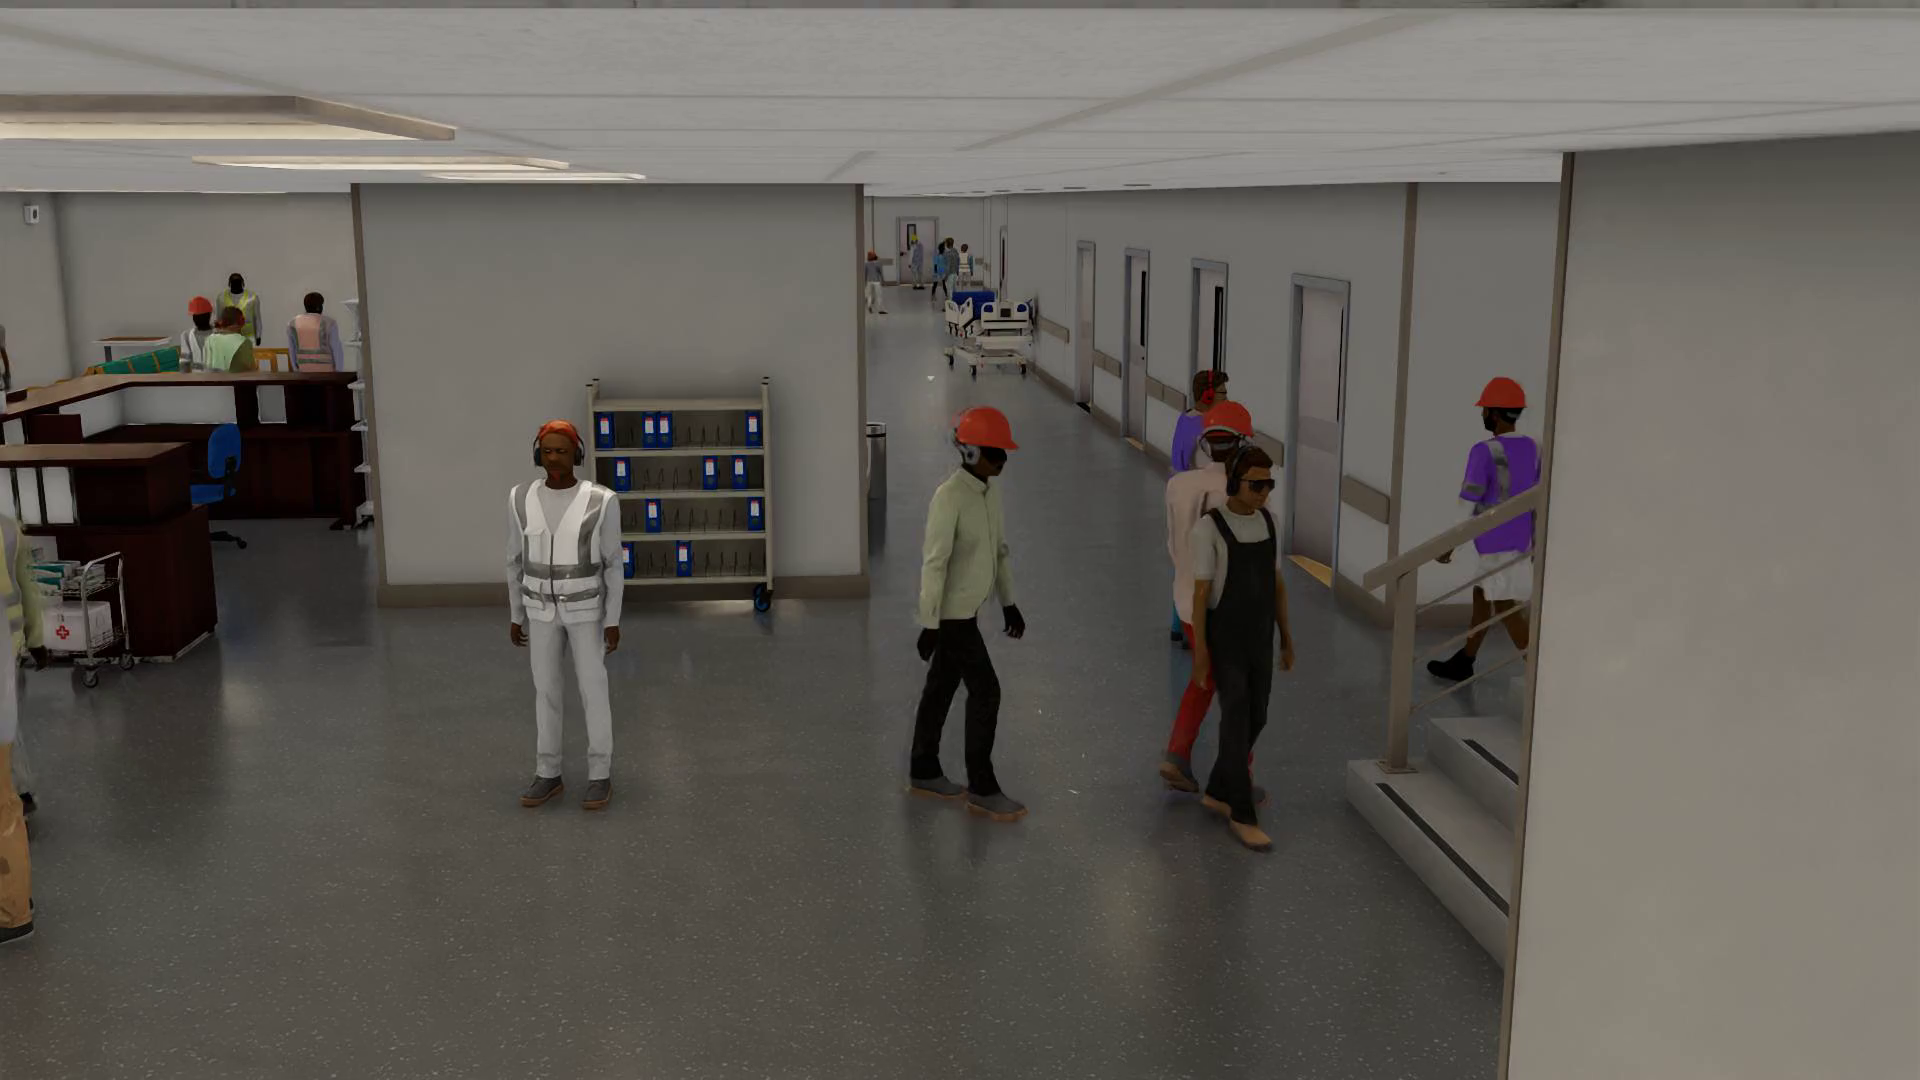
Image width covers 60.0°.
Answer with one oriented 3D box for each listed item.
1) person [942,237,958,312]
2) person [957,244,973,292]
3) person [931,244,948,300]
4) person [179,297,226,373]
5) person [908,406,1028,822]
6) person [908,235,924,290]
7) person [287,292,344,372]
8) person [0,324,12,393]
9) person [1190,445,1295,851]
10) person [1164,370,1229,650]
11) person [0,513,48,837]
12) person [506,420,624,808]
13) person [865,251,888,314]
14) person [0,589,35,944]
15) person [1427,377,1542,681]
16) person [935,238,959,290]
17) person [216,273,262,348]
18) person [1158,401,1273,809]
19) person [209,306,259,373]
[{"bbox_3d":[-0.257,-6.948,43.566,0.372,1.940,0.630,5,12,21],"label":"person"},{"bbox_3d":[0.134,-7.822,48.570,0.511,1.641,0.308,2,12,10],"label":"person"},{"bbox_3d":[-0.543,-7.774,48.309,0.777,1.645,0.546,10,15,40],"label":"person"},{"bbox_3d":[-8.151,-1.691,18.034,0.559,1.886,1.017,1,12,3],"label":"person"},{"bbox_3d":[0.080,0.341,7.904,0.815,1.952,0.624,3,12,16],"label":"person"},{"bbox_3d":[-1.418,-9.055,54.259,0.422,1.793,0.605,10,15,39],"label":"person"},{"bbox_3d":[-7.542,-1.989,19.573,0.633,1.843,0.429,1,12,6],"label":"person"},{"bbox_3d":[-11.071,-1.842,18.848,0.575,1.845,0.468,-7,13,-31],"label":"person"},{"bbox_3d":[1.283,0.473,7.560,0.541,1.835,0.507,-8,14,-34],"label":"person"},{"bbox_3d":[1.534,-0.190,10.803,0.385,1.836,0.559,-1,12,-7],"label":"person"},{"bbox_3d":[-4.510,0.492,7.529,0.537,1.804,0.618,6,13,25],"label":"person"},{"bbox_3d":[-1.898,0.359,7.993,0.574,1.884,0.356,2,12,8],"label":"person"},{"bbox_3d":[-2.163,-6.608,42.718,0.664,1.605,0.336,4,12,19],"label":"person"},{"bbox_3d":[-3.871,0.721,6.527,0.319,1.755,0.573,-6,13,-25],"label":"person"},{"bbox_3d":[3.190,0.004,9.723,0.550,1.900,0.971,-9,15,-37],"label":"person"},{"bbox_3d":[-0.451,-8.938,53.902,0.942,1.683,0.502,-1,12,-5],"label":"person"},{"bbox_3d":[-10.765,-3.066,24.865,0.625,1.837,0.430,-3,12,-12],"label":"person"},{"bbox_3d":[1.235,0.321,7.961,0.639,1.967,0.501,11,16,42],"label":"person"},{"bbox_3d":[-7.453,-1.493,17.190,0.604,1.819,0.499,9,15,38],"label":"person"}]
